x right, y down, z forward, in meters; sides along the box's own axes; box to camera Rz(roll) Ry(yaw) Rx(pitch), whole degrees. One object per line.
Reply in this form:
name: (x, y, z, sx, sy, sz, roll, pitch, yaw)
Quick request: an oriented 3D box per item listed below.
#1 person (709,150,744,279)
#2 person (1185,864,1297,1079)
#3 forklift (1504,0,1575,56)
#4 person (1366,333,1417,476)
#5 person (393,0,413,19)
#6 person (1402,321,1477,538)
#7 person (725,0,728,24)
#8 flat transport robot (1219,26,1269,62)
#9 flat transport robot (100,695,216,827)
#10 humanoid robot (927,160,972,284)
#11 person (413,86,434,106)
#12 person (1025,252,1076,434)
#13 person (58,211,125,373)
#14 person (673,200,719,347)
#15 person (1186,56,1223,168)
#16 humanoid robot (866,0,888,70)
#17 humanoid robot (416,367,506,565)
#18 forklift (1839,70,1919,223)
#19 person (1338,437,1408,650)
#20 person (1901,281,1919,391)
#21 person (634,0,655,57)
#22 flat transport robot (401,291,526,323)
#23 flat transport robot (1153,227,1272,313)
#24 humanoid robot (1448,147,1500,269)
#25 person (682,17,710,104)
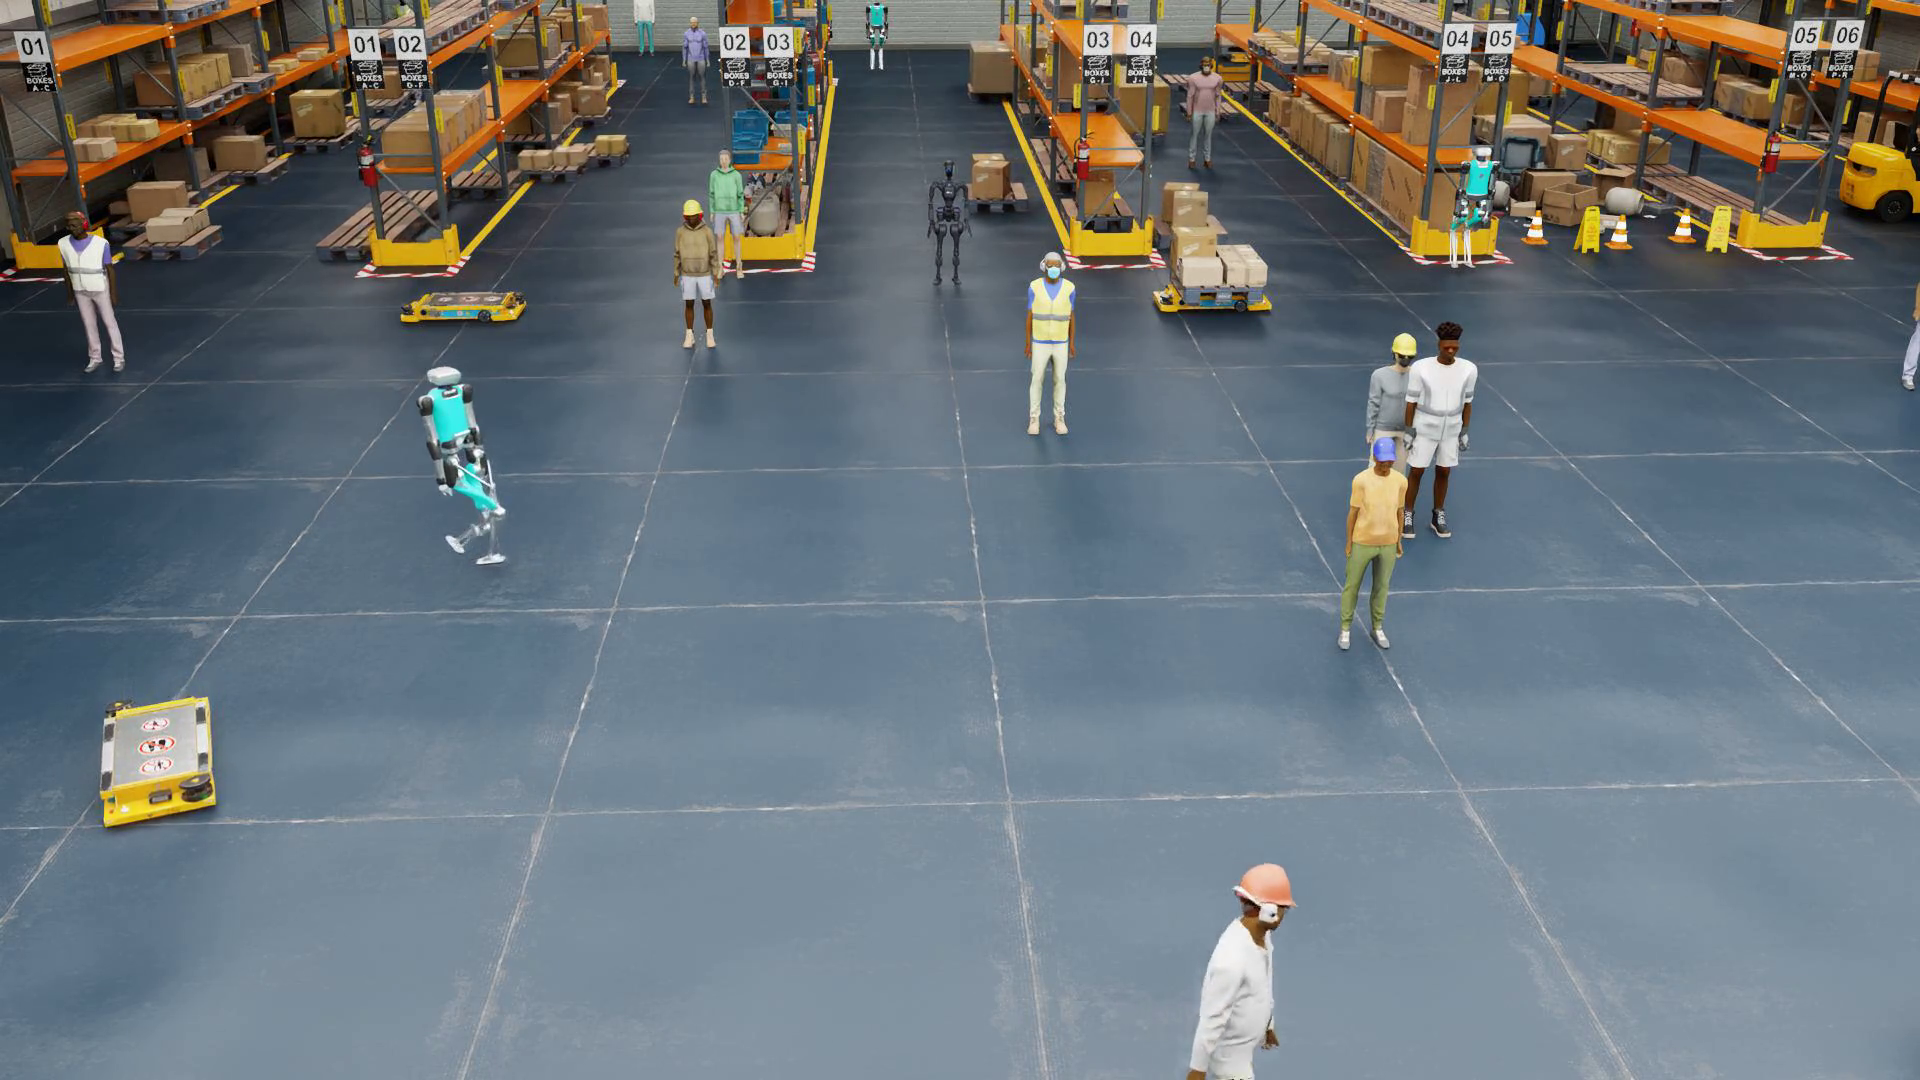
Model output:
person: (-3.162, -4.429, 22.612, 0.472, 1.743, 0.342, -1, 24, -3)
person: (1.276, 2.281, 7.584, 0.517, 1.692, 0.630, 8, 25, 17)
forklift: (14.700, -13.805, 42.301, 1.873, 2.768, 1.129, -1, 24, -2)
person: (3.878, -0.990, 14.851, 0.524, 1.772, 0.306, -1, 24, -3)
person: (-13.767, -12.720, 41.292, 0.535, 1.699, 0.318, -1, 24, -3)
person: (4.173, -0.962, 14.549, 0.606, 1.965, 0.367, -1, 24, -3)
person: (-5.867, -13.310, 42.430, 0.533, 1.856, 0.404, -1, 24, -3)
flat transport robot: (7.096, -12.247, 41.990, 0.659, 0.231, 1.431, -1, 24, -2)
flat transport robot: (-5.411, 1.443, 11.229, 0.659, 0.231, 1.431, -10, 26, -22)
humanoid robot: (-0.141, -4.260, 22.294, 0.599, 1.659, 0.315, -1, 24, -2)
person: (-11.510, -10.191, 35.411, 0.511, 1.863, 0.376, -1, 24, -3)
person: (0.919, -2.012, 16.999, 0.525, 1.893, 0.400, -1, 24, -3)
person: (-9.838, -2.818, 18.866, 0.563, 1.845, 0.390, -1, 24, -3)
person: (-3.130, -3.168, 19.751, 0.540, 1.762, 0.401, -1, 24, -3)
person: (4.308, -7.563, 29.416, 0.628, 1.939, 0.372, -1, 24, -3)
humanoid robot: (-1.976, -12.091, 39.670, 0.533, 1.677, 0.735, -1, 24, -2)
humanoid robot: (-4.041, -0.556, 13.897, 1.005, 1.717, 0.550, 15, 28, 30)
forklift: (15.132, -6.143, 25.915, 2.313, 2.155, 1.214, -1, 24, -2)
person: (3.146, 0.032, 12.620, 0.441, 1.718, 0.356, -1, 24, -3)
person: (10.761, -2.565, 18.293, 0.563, 1.849, 0.390, -1, 24, -3)
person: (-8.027, -13.216, 42.327, 0.524, 1.768, 0.313, -1, 24, -3)
flat transport robot: (-6.295, -2.951, 21.104, 1.431, 0.231, 0.659, -1, 24, -2)
flat transport robot: (3.261, -3.139, 21.526, 1.431, 0.231, 0.659, -1, 24, -2)
humanoid robot: (6.974, -4.586, 22.802, 0.533, 1.681, 0.735, -1, 24, -2)
person: (-5.674, -10.316, 35.773, 0.590, 1.799, 0.395, -1, 24, -3)
